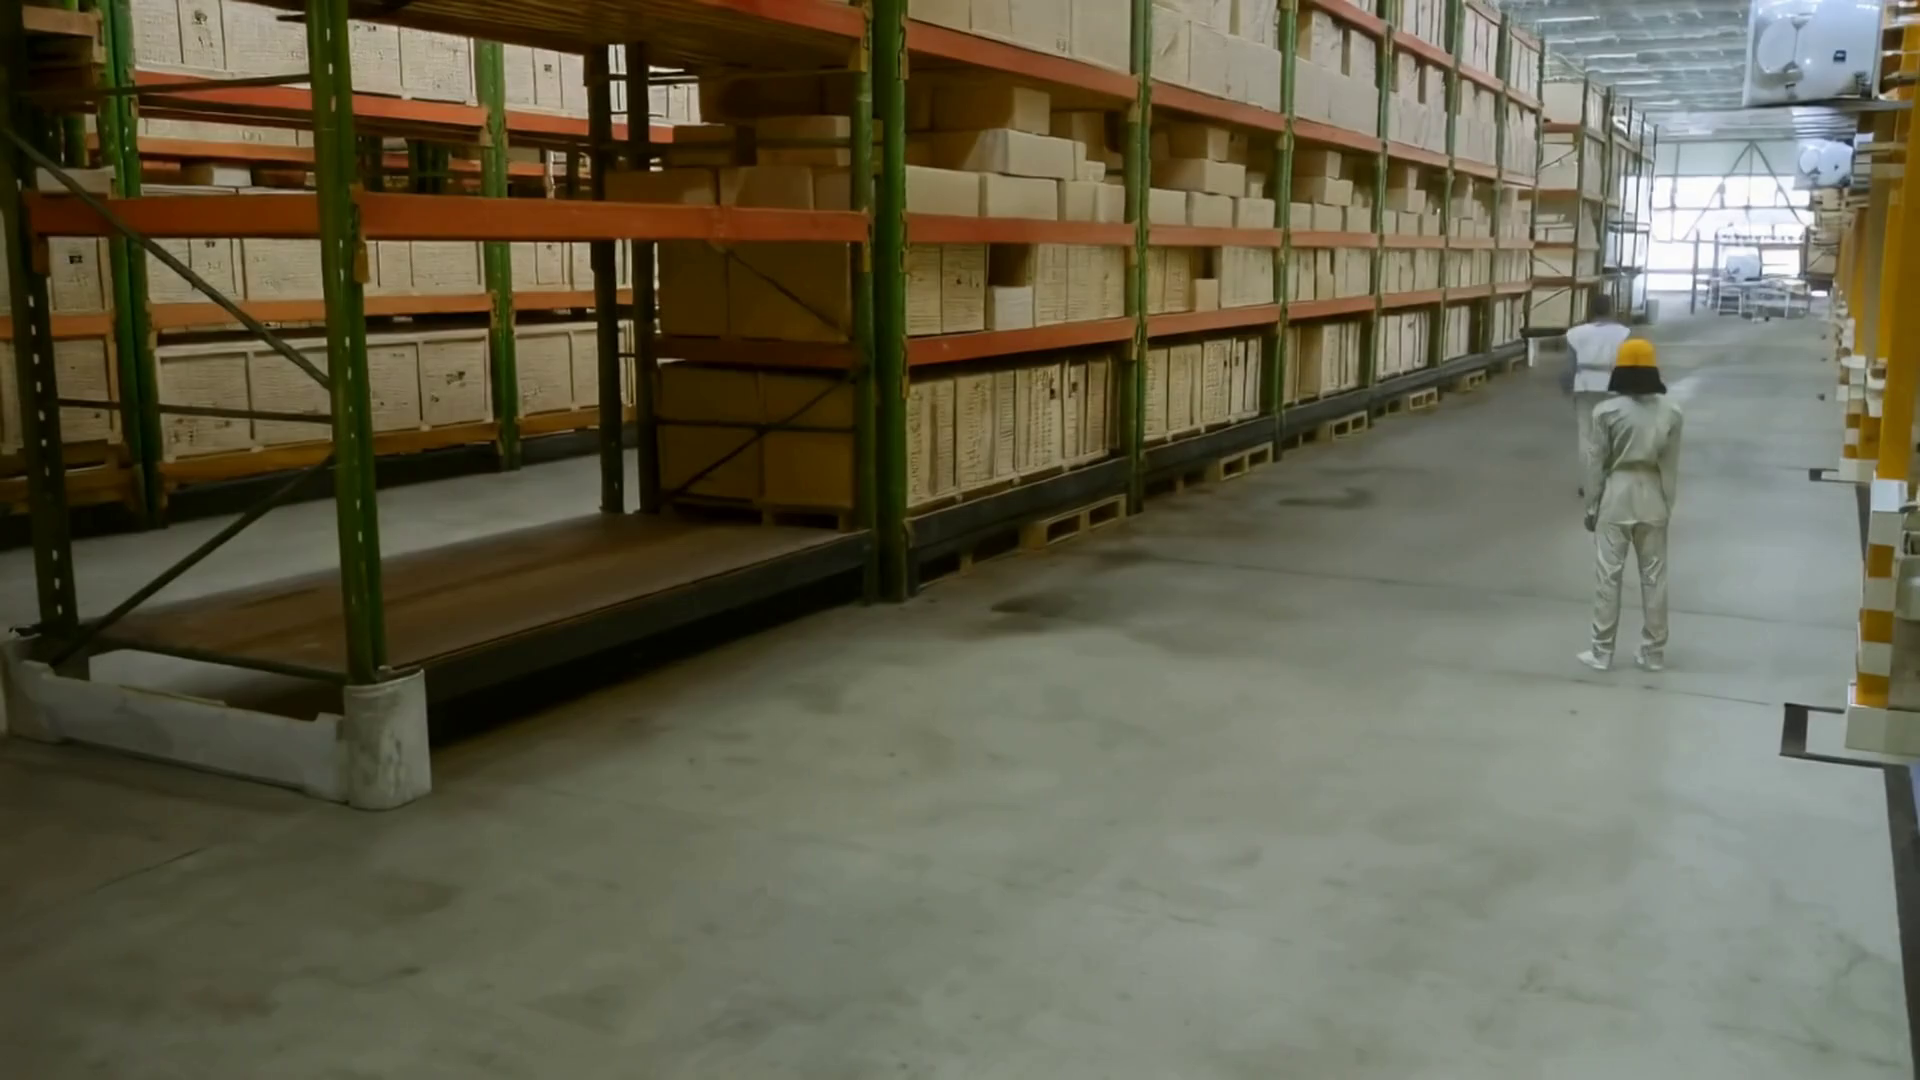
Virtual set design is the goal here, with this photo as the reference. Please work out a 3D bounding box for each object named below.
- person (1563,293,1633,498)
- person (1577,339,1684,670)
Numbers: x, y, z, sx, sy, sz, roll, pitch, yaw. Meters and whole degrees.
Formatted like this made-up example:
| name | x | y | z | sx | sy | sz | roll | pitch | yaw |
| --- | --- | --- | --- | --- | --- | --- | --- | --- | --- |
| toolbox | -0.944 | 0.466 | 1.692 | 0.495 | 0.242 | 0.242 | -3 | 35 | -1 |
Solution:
| name | x | y | z | sx | sy | sz | roll | pitch | yaw |
| --- | --- | --- | --- | --- | --- | --- | --- | --- | --- |
| person | 5.687 | -1.286 | 14.874 | 0.578 | 1.816 | 0.484 | 4 | 11 | 23 |
| person | 3.510 | -0.183 | 8.730 | 0.483 | 1.735 | 0.340 | 0 | 10 | -2 |
